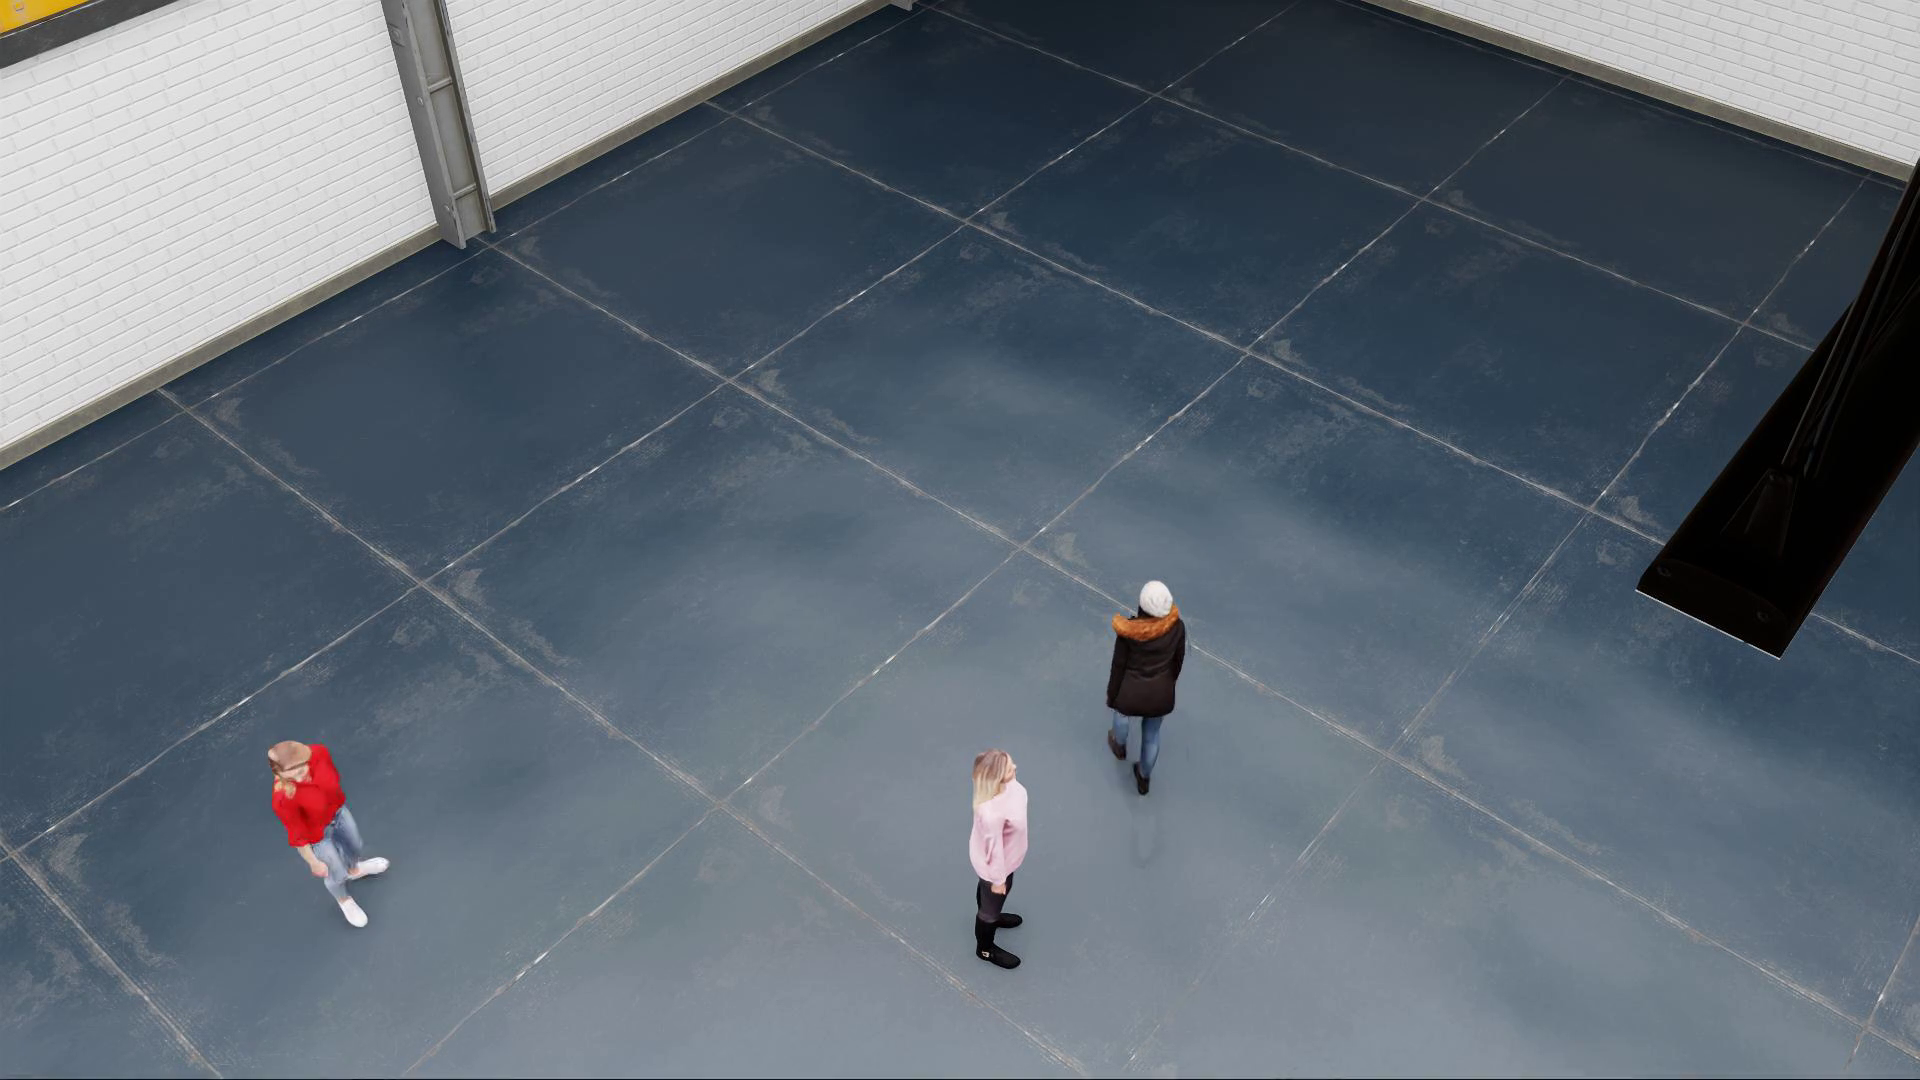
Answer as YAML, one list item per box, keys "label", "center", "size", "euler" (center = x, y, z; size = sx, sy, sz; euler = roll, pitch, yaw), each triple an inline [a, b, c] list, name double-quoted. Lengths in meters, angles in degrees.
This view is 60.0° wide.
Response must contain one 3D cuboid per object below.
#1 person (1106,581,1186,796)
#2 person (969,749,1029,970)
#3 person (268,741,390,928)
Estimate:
- label: "person"
  center: [1.103, 0.925, 9.859]
  size: [0.849, 1.615, 0.907]
  euler: [-5, 44, -5]
- label: "person"
  center: [0.182, 1.689, 9.004]
  size: [0.748, 1.687, 0.656]
  euler: [3, 44, 4]
- label: "person"
  center: [-3.521, 1.563, 9.162]
  size: [0.909, 1.652, 0.733]
  euler: [2, 44, 2]
